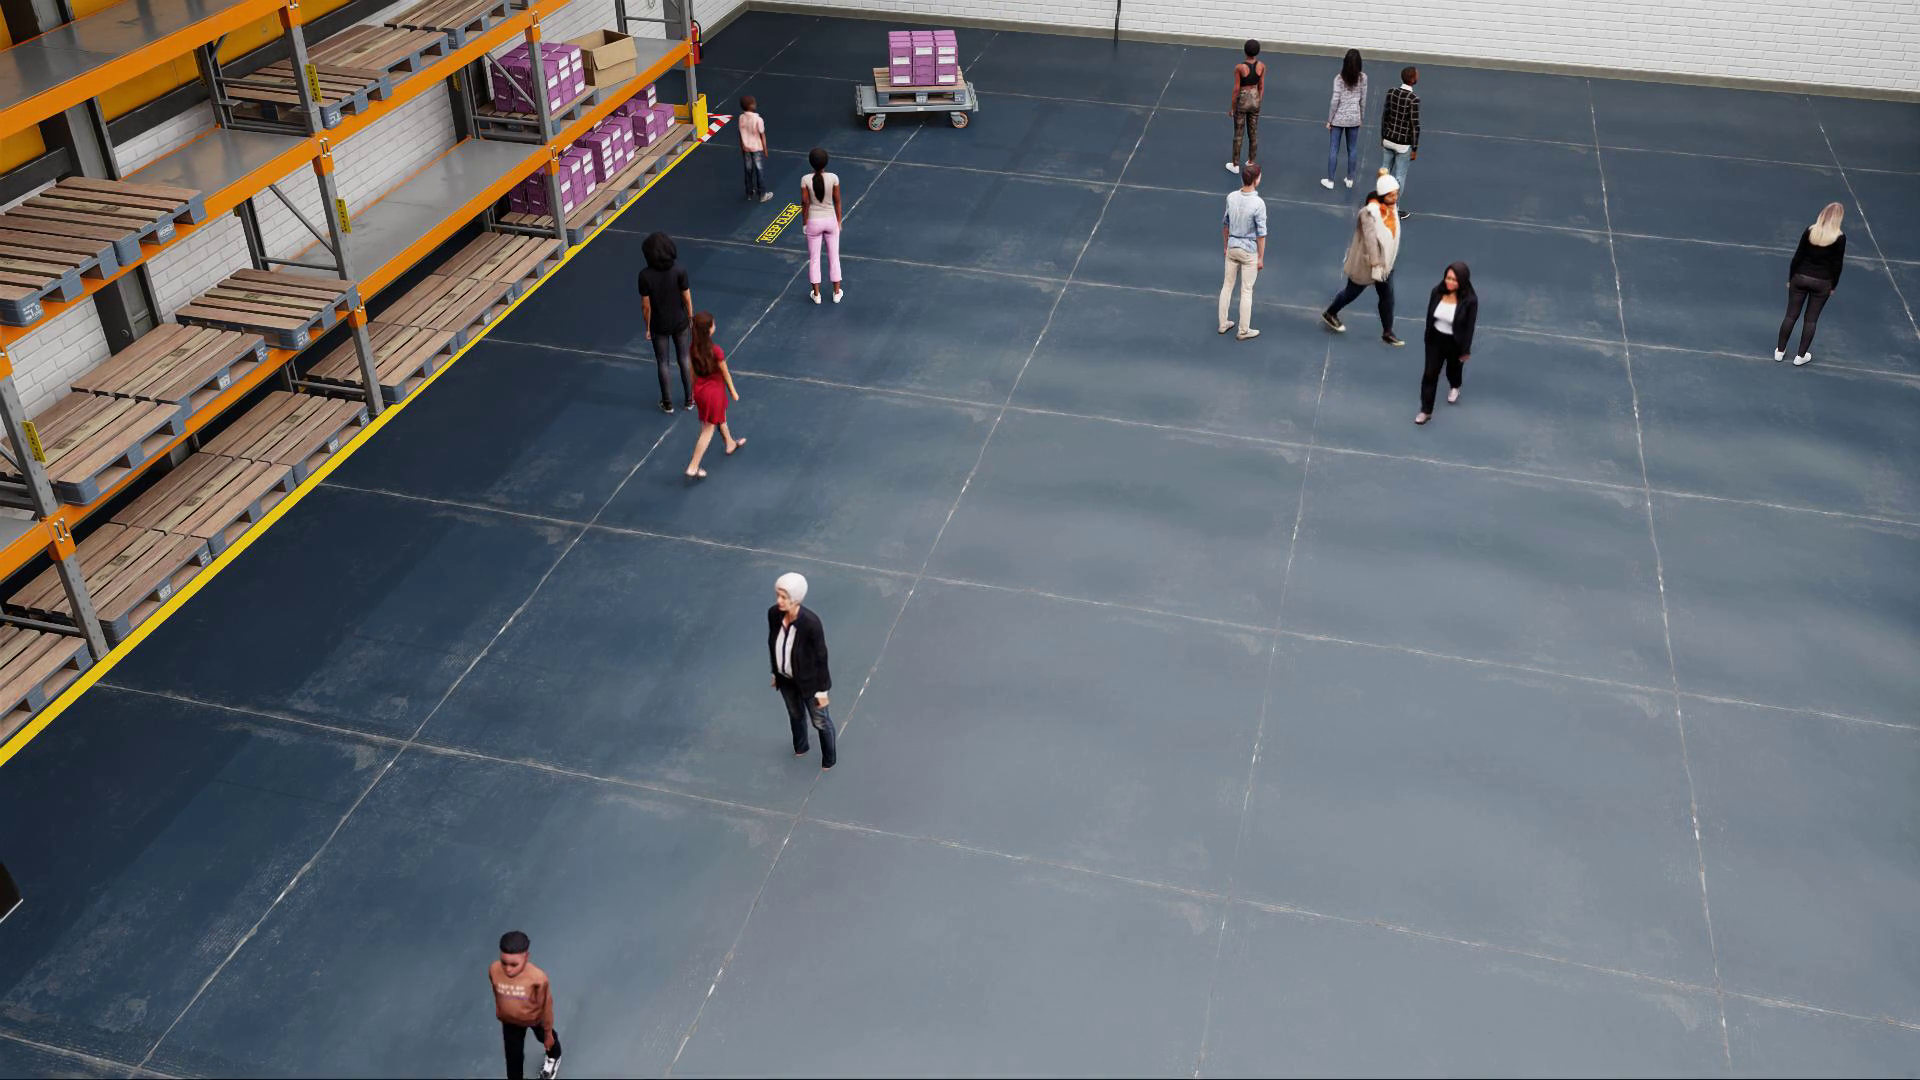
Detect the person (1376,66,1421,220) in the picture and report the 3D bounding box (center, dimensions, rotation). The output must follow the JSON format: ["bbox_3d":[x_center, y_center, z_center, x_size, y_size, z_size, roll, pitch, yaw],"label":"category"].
[{"bbox_3d":[5.200,-4.728,19.759,0.766,1.820,0.747,-24,40,-31],"label":"person"}]

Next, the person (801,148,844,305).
[{"bbox_3d":[-1.473,-3.366,17.782,0.646,1.742,0.638,-5,34,-7],"label":"person"}]

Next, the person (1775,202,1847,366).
[{"bbox_3d":[8.507,-2.566,16.629,0.689,1.685,0.669,24,40,31],"label":"person"}]

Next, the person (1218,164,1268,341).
[{"bbox_3d":[2.902,-2.972,17.095,0.728,1.846,0.712,28,43,35],"label":"person"}]

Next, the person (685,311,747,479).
[{"bbox_3d":[-2.263,-1.267,14.825,0.784,1.520,1.135,22,39,29],"label":"person"}]

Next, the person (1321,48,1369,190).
[{"bbox_3d":[4.768,-5.211,20.567,0.682,1.732,0.653,-4,34,-6],"label":"person"}]

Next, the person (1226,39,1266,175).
[{"bbox_3d":[3.624,-5.486,21.009,0.657,1.700,0.675,-7,34,-11],"label":"person"}]

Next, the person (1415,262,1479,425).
[{"bbox_3d":[4.643,-1.894,15.701,0.819,1.594,1.096,19,38,26],"label":"person"}]

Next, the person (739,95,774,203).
[{"bbox_3d":[-2.533,-4.794,20.323,0.522,1.307,0.498,12,35,17],"label":"person"}]

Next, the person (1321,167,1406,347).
[{"bbox_3d":[4.123,-2.901,16.981,1.212,1.855,1.188,-25,41,-33],"label":"person"}]

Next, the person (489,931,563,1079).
[{"bbox_3d":[-2.386,2.599,9.269,0.556,1.231,0.819,7,34,10],"label":"person"}]

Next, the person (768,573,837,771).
[{"bbox_3d":[-1.042,0.965,11.485,0.815,1.781,0.727,23,40,31],"label":"person"}]

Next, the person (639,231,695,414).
[{"bbox_3d":[-2.760,-2.065,15.737,0.714,1.838,0.714,-9,35,-13],"label":"person"}]
